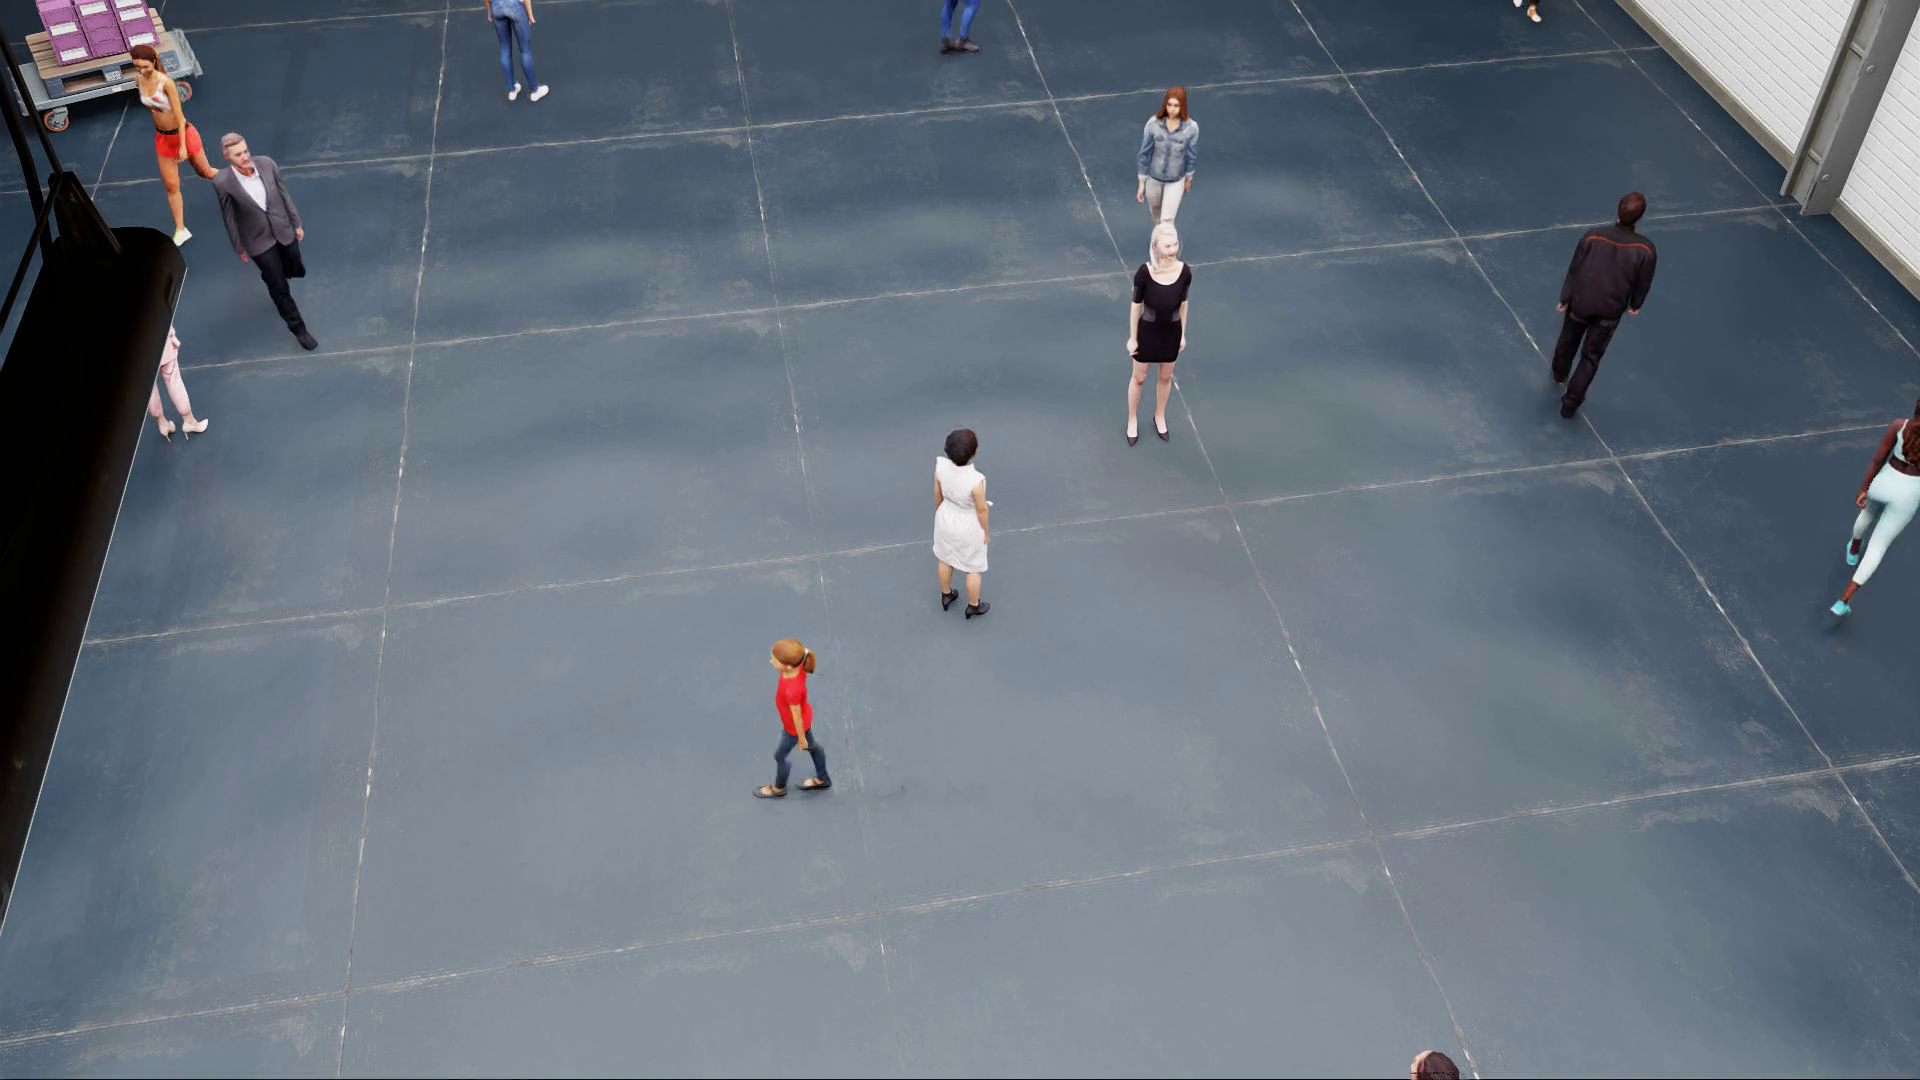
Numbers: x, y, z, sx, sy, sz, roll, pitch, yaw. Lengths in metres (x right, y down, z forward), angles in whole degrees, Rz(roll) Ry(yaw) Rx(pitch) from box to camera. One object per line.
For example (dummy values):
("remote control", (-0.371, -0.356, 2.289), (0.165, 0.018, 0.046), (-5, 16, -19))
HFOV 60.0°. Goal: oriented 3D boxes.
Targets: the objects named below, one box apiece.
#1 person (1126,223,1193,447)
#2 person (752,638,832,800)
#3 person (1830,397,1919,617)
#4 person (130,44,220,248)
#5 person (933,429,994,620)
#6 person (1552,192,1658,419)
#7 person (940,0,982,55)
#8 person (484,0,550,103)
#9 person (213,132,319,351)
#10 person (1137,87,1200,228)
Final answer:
("person", (1.430, -1.481, 12.045), (0.581, 1.827, 0.490), (-6, 44, -7))
("person", (-0.897, 1.054, 9.770), (0.627, 1.295, 0.668), (0, 44, 0))
("person", (6.065, -0.233, 10.838), (1.122, 1.684, 1.126), (29, 51, 27))
("person", (-6.594, -3.436, 14.156), (0.863, 1.747, 1.181), (10, 44, 10))
("person", (0.011, -0.100, 10.792), (0.640, 1.556, 0.694), (24, 48, 23))
("person", (4.681, -1.683, 12.265), (1.017, 1.816, 1.098), (18, 47, 18))
("person", (-0.120, -5.562, 16.441), (0.719, 1.672, 0.587), (-13, 45, -14))
("person", (-4.298, -5.017, 15.835), (0.675, 1.719, 0.632), (7, 44, 7))
("person", (-5.443, -2.403, 13.021), (1.198, 1.817, 1.093), (33, 52, 30))
("person", (1.709, -3.024, 13.777), (0.941, 1.672, 1.187), (11, 45, 11))
